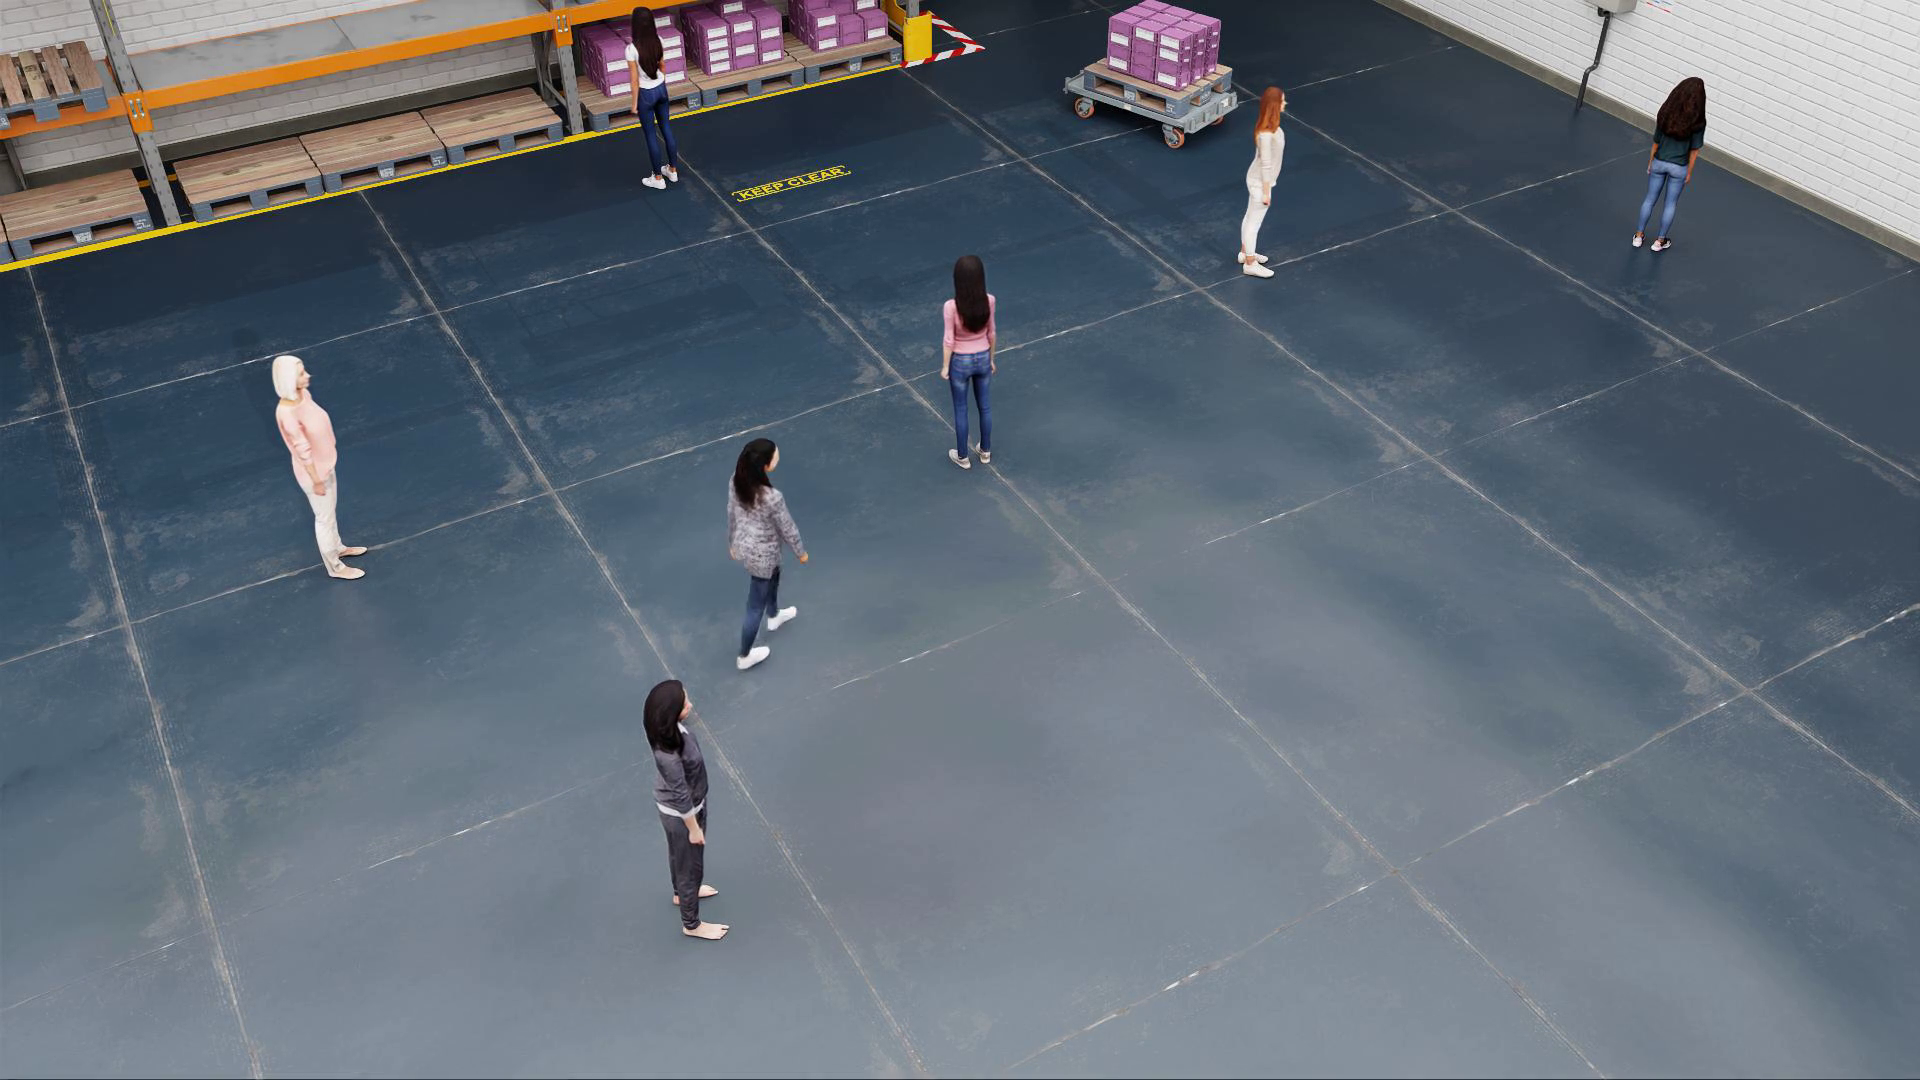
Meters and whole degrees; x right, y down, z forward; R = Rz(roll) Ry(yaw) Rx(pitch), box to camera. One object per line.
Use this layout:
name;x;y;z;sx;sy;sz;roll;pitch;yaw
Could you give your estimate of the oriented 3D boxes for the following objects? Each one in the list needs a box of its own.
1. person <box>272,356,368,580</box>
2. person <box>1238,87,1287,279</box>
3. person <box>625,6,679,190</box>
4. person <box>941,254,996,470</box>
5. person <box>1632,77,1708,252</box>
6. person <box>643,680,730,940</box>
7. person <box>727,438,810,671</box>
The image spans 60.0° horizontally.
person;-4.369;-0.504;11.257;0.635;1.725;0.664;-7;39;-8
person;2.632;-3.148;14.578;0.724;1.713;0.687;4;39;5
person;-2.933;-4.222;15.873;0.711;1.775;0.569;28;46;30
person;0.068;-1.311;12.256;0.477;1.739;0.661;-13;41;-16
person;6.385;-3.376;14.940;0.694;1.617;0.719;24;45;27
person;-1.481;1.413;8.825;0.577;1.764;0.641;-12;40;-14
person;-1.320;0.138;10.476;0.773;1.697;0.946;30;48;32
